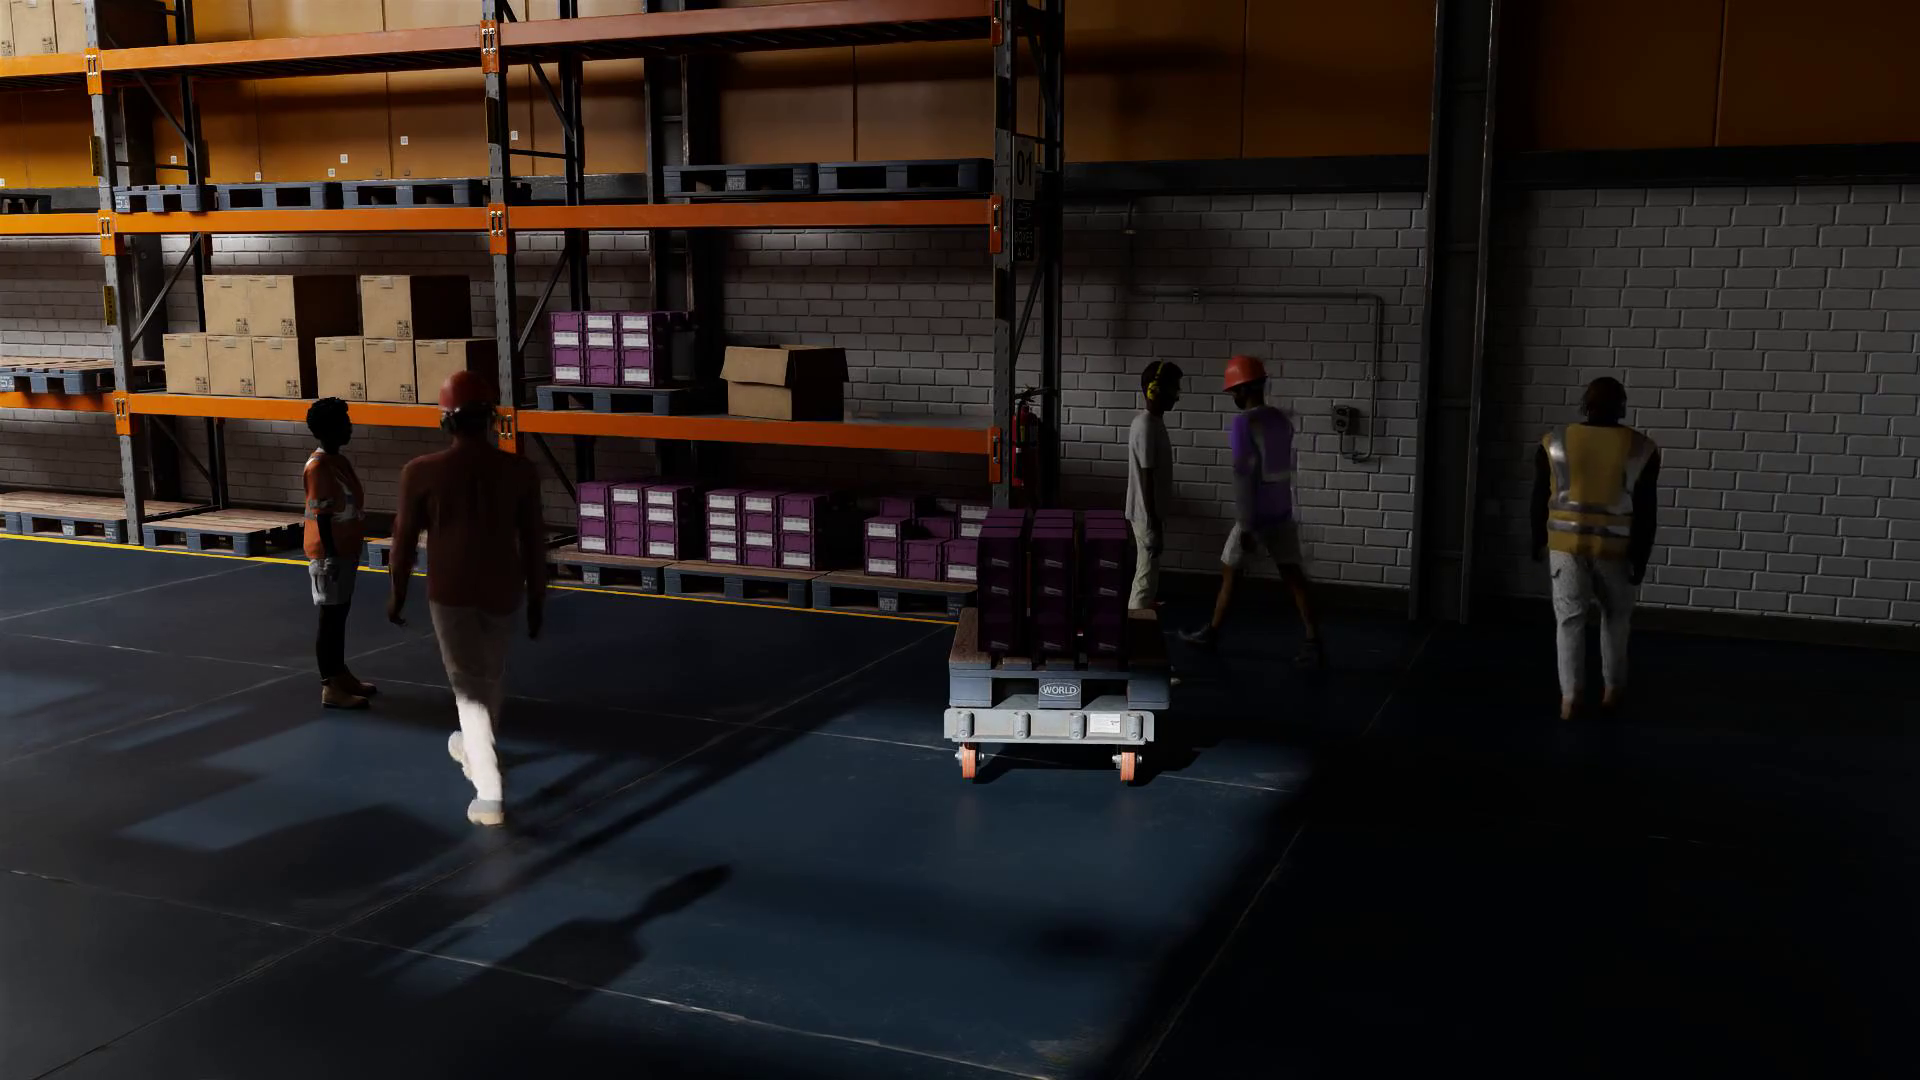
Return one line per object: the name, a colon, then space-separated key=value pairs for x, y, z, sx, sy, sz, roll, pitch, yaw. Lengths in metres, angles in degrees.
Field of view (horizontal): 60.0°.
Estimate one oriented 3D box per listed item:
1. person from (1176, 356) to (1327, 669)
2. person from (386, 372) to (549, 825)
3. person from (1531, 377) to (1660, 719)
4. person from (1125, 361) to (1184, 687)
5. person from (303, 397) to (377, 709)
person: x=1.802 y=-0.163 z=9.986 sx=0.619 sy=1.865 sz=1.031 roll=-9 pitch=13 yaw=-42
person: x=-2.188 y=0.230 z=7.403 sx=0.627 sy=1.939 sz=1.050 roll=-6 pitch=11 yaw=-34
person: x=3.414 y=0.027 z=8.987 sx=0.637 sy=1.822 sz=0.697 roll=4 pitch=10 yaw=23
person: x=1.117 y=-0.098 z=9.594 sx=0.327 sy=1.865 sz=0.521 roll=1 pitch=10 yaw=4
person: x=-3.411 y=0.067 z=9.103 sx=0.318 sy=1.697 sz=0.535 roll=-2 pitch=10 yaw=-9
